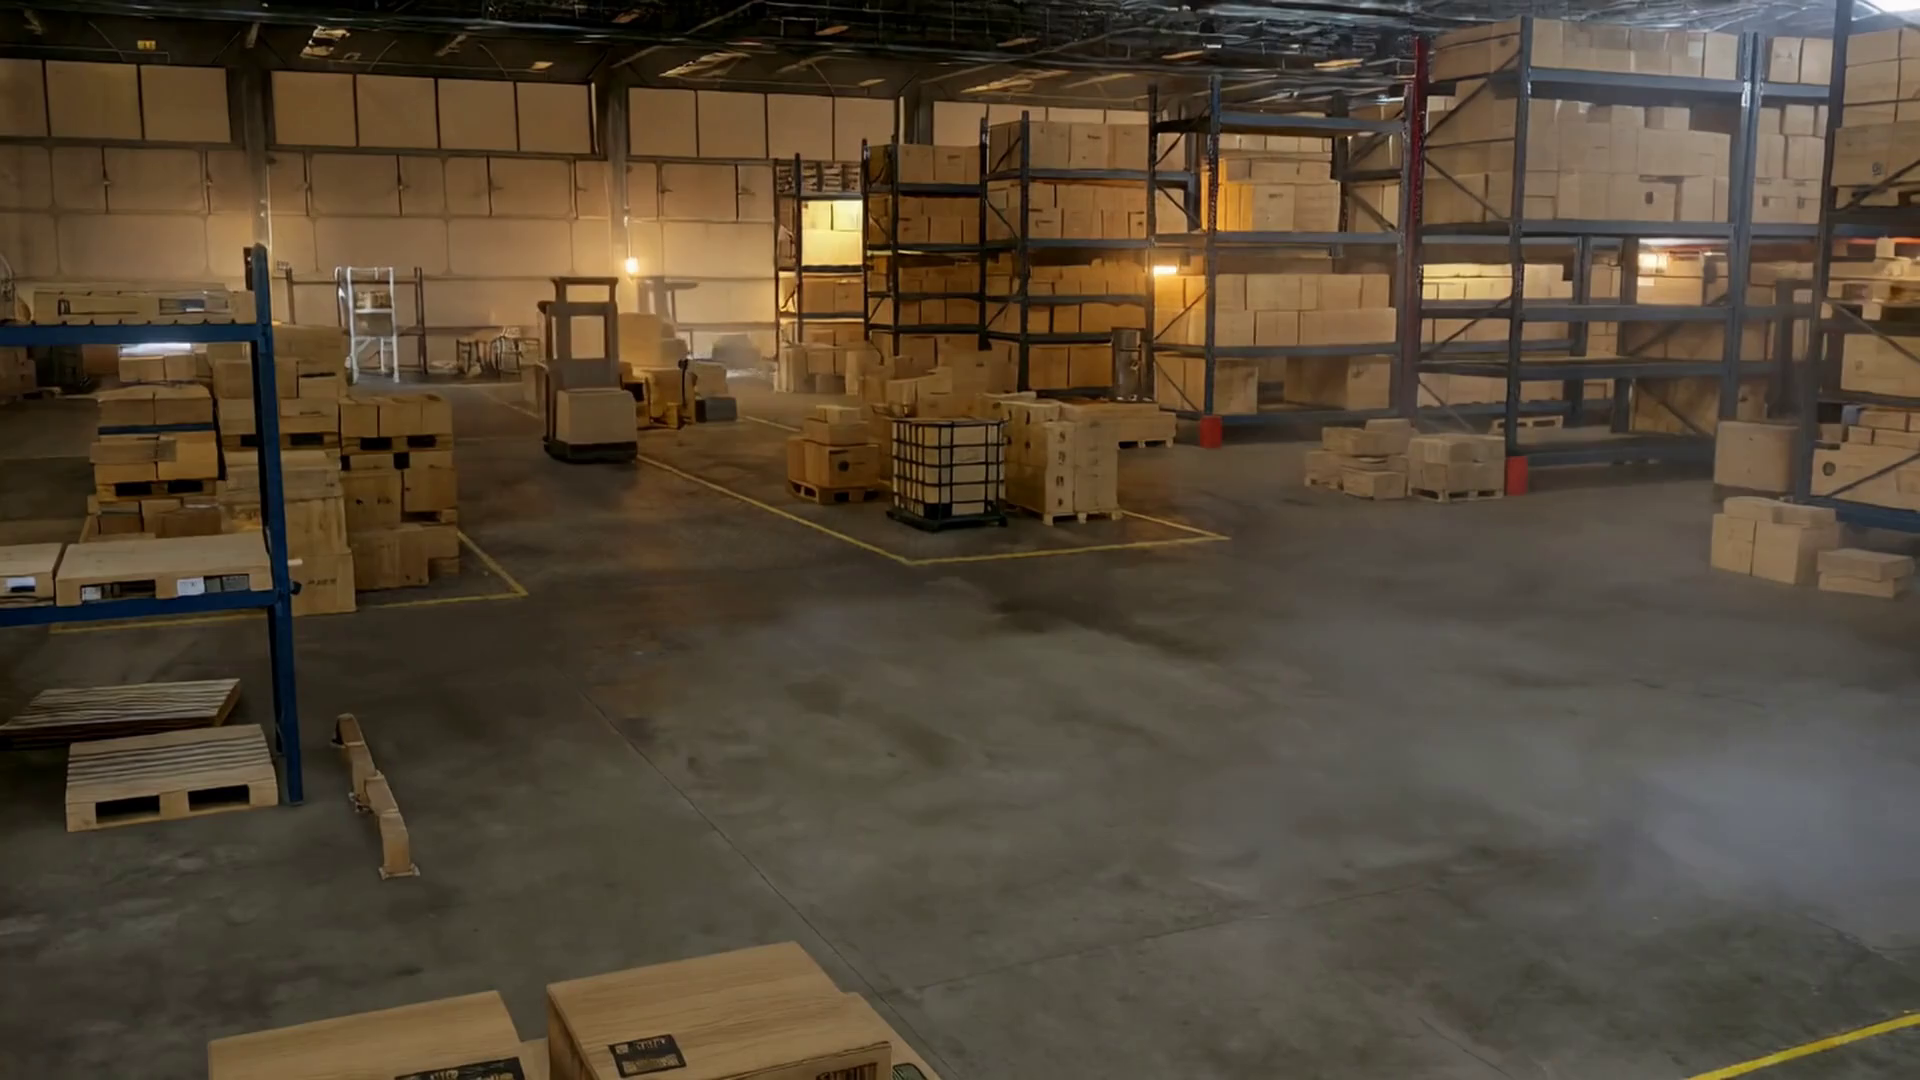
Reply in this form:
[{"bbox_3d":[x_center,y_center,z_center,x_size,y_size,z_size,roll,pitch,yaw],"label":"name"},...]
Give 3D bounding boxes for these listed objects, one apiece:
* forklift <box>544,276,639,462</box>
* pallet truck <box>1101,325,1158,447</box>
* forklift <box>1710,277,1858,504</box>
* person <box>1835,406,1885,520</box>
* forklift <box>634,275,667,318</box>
[{"bbox_3d":[-5.729,-2.675,25.681,1.129,2.768,1.873,-4,10,-25],"label":"forklift"},{"bbox_3d":[2.881,-2.596,27.923,0.823,1.965,1.885,-1,9,-7],"label":"pallet truck"},{"bbox_3d":[10.245,-1.784,20.156,1.873,2.768,1.129,-4,10,-25],"label":"forklift"},{"bbox_3d":[10.507,-1.057,19.427,0.860,1.660,0.537,-5,10,-26],"label":"person"},{"bbox_3d":[-7.734,-5.257,41.702,1.873,2.768,1.129,4,10,25],"label":"forklift"}]
